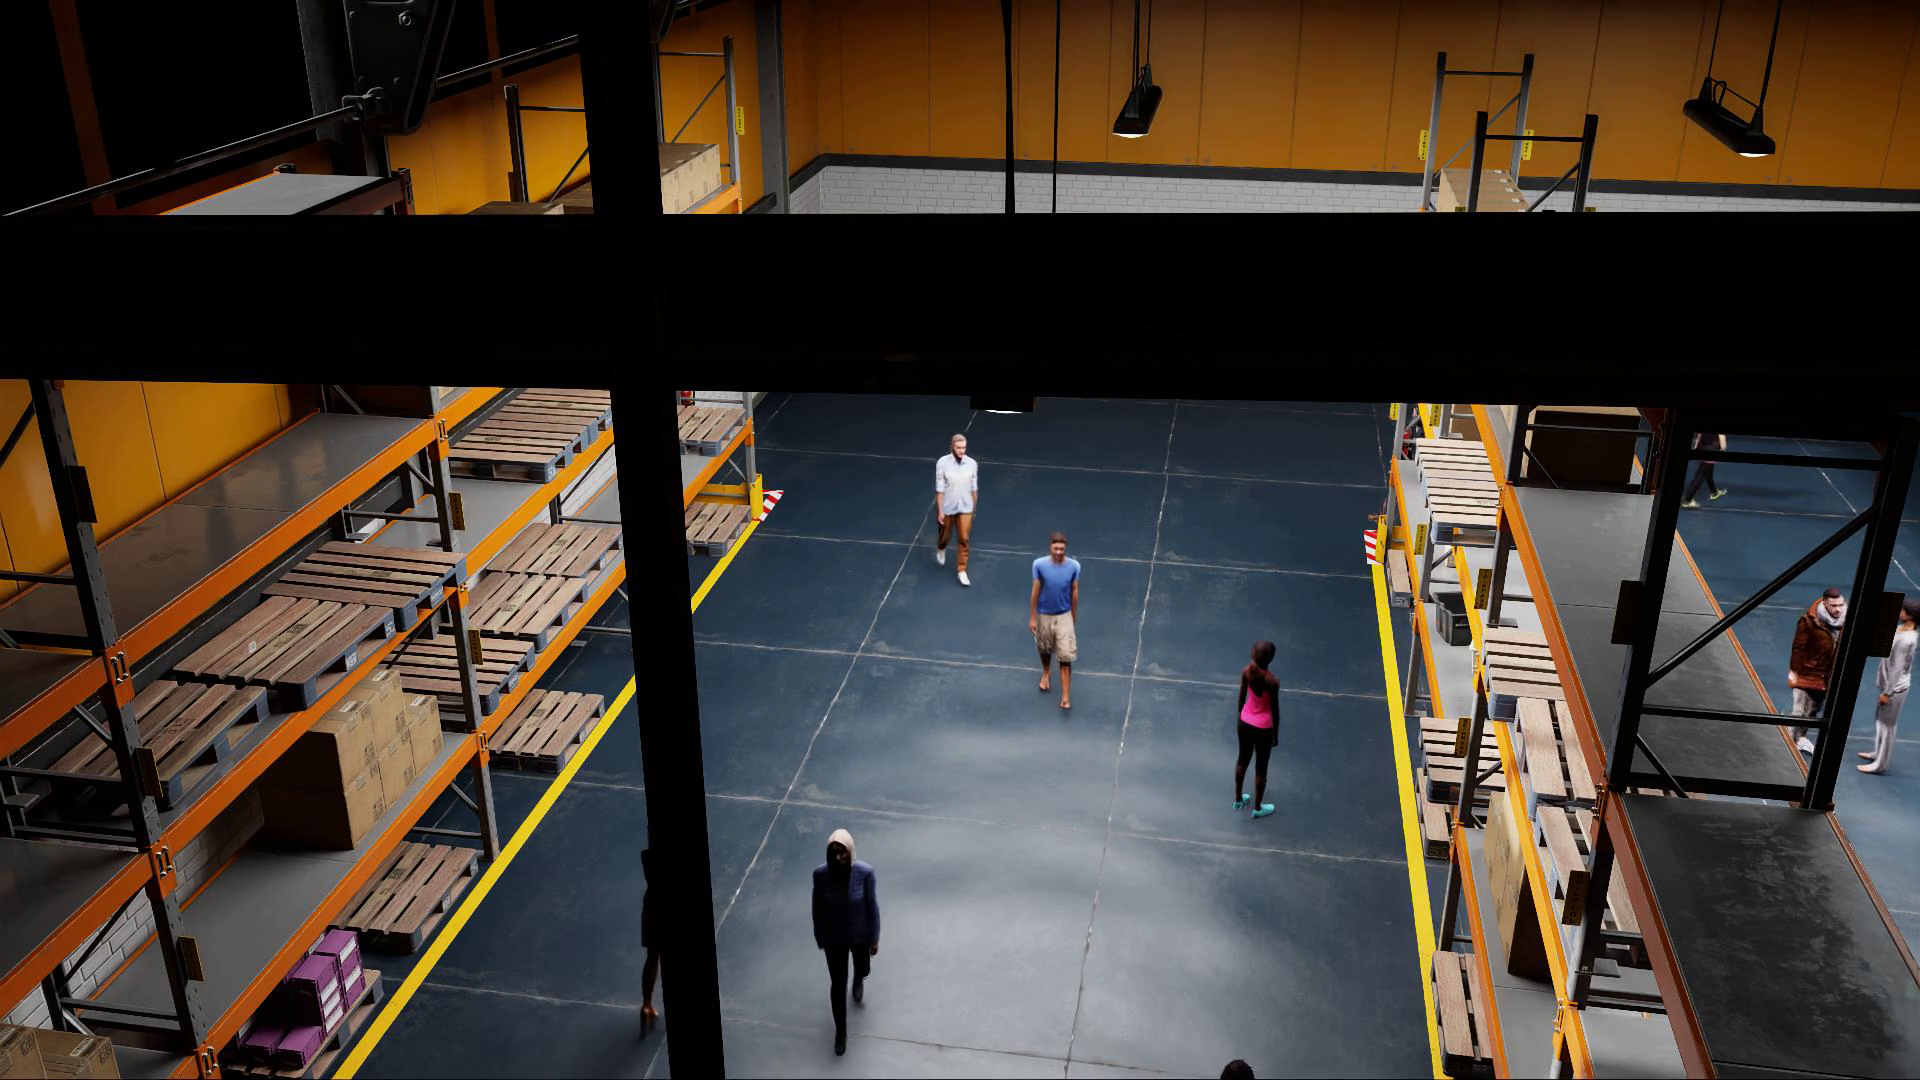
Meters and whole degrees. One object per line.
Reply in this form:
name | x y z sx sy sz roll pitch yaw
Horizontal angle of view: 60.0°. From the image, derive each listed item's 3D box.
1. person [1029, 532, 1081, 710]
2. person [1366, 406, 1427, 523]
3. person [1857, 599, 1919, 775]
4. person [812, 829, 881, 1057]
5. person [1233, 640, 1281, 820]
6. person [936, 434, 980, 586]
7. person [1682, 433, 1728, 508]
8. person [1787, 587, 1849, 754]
person | 0.951 0.726 16.995 0.711 1.826 1.134 2 24 5
person | 5.795 -0.872 20.849 0.842 1.668 1.069 3 24 6
person | 8.773 1.361 15.609 0.713 1.773 0.574 13 27 27
person | -0.818 2.852 12.264 0.824 1.721 1.121 -2 24 -4
person | 2.659 1.680 14.940 0.662 1.724 0.701 22 32 40
person | -0.077 -0.406 19.604 0.916 1.811 1.101 -6 24 -12
person | 9.670 -1.137 21.639 0.841 1.520 0.977 -5 24 -10
person | 8.114 1.239 15.825 0.845 1.823 0.874 -7 25 -15
